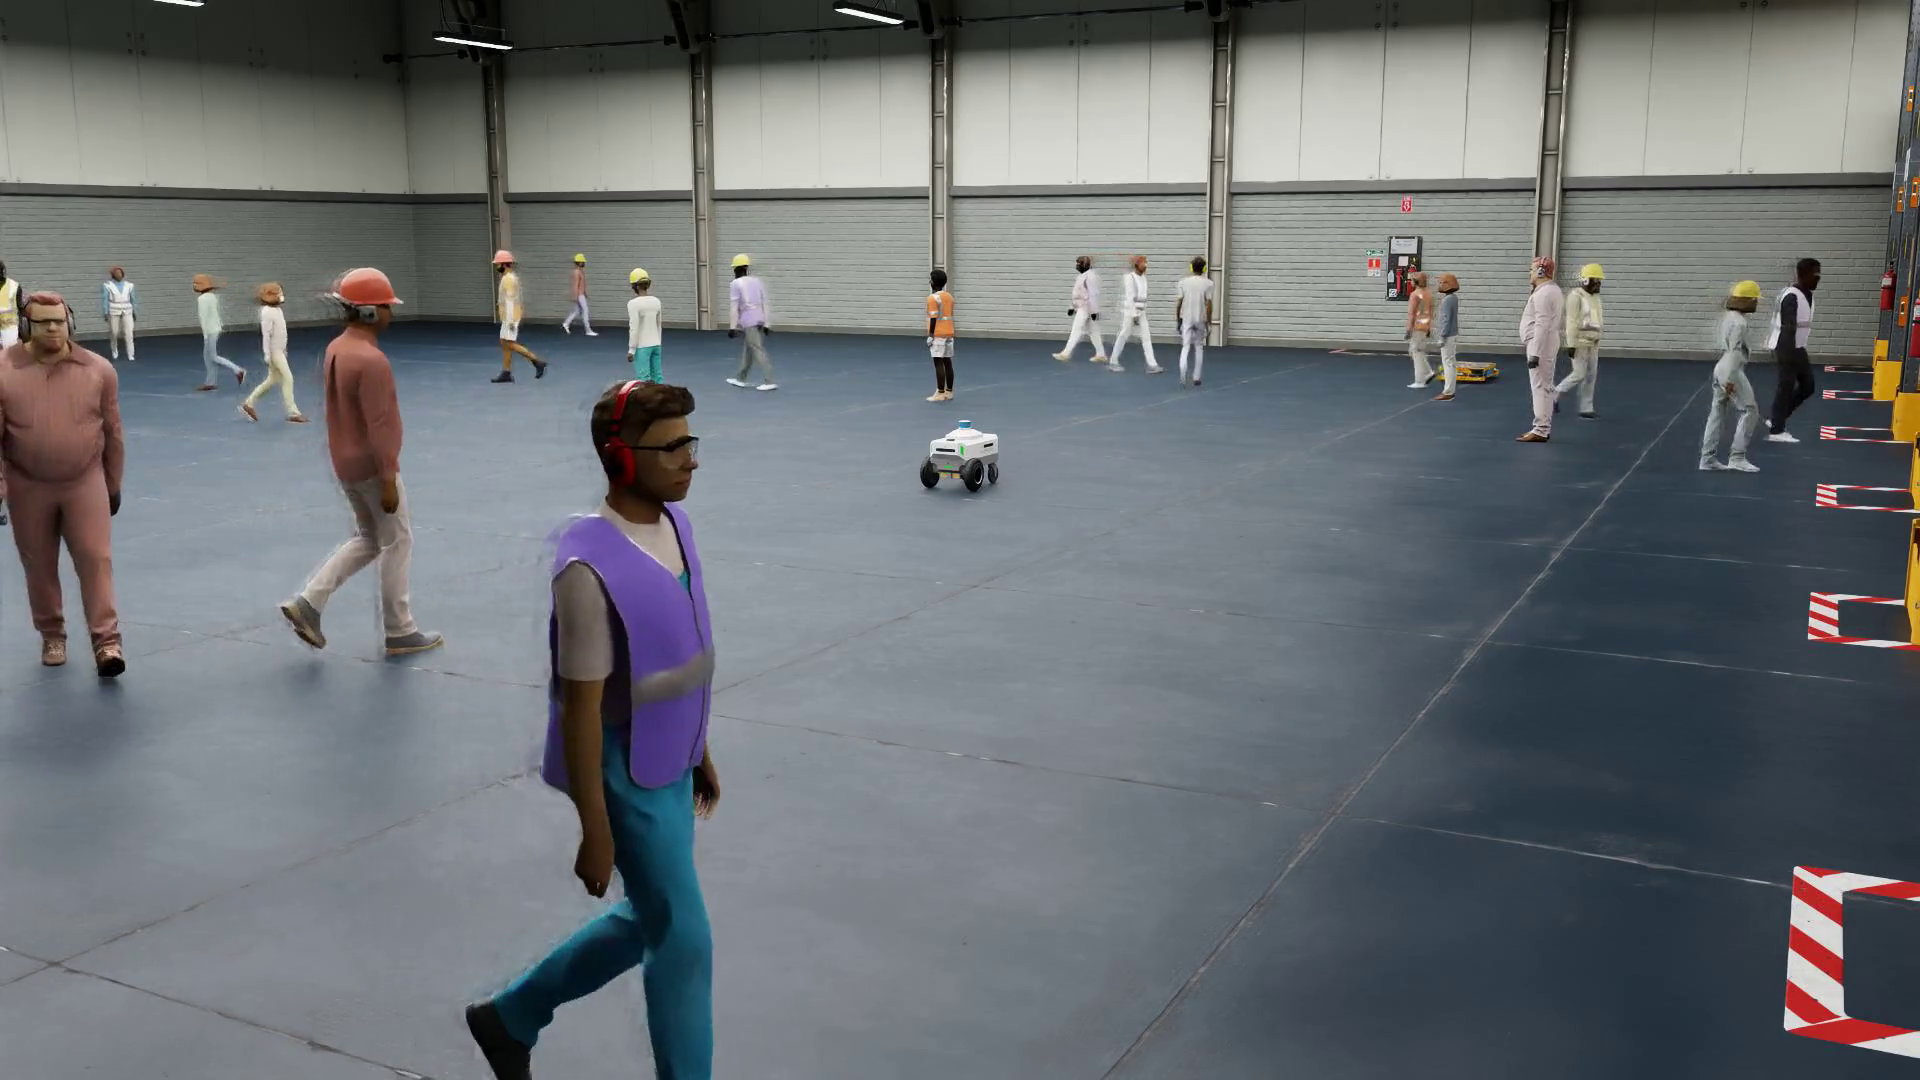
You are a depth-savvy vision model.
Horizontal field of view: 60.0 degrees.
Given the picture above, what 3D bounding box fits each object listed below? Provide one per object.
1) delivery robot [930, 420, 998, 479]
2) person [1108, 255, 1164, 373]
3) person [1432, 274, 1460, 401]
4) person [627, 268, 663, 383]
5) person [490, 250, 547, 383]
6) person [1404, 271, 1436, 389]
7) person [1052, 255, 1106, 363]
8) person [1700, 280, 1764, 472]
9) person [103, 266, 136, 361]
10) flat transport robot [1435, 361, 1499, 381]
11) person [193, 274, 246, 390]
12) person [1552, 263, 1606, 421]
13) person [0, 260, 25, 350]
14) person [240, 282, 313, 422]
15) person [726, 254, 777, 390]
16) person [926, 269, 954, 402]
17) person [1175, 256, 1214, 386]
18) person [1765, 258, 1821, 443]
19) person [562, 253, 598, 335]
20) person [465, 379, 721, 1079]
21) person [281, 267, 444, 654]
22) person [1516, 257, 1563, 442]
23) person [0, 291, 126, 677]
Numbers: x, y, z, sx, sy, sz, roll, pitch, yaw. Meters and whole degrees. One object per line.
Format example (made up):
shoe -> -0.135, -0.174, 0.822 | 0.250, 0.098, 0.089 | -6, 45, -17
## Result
delivery robot -> 0.040, -0.773, 14.149 | 0.477, 0.478, 0.707 | 5, 12, 27
person -> 2.725, -3.504, 25.839 | 1.000, 1.832, 0.573 | 9, 14, 41
person -> 6.295, -2.616, 21.504 | 0.285, 1.633, 0.501 | 6, 12, 29
person -> -3.525, -2.134, 18.547 | 0.346, 1.762, 0.535 | 6, 12, 28
person -> -6.429, -3.226, 24.064 | 0.725, 1.921, 0.553 | -3, 11, -18
person -> 6.383, -2.919, 23.174 | 0.371, 1.624, 0.528 | 7, 13, 34
person -> 2.045, -3.873, 27.951 | 0.974, 1.792, 0.628 | -1, 10, -5
person -> 7.023, -1.466, 14.979 | 0.605, 1.721, 0.502 | 2, 11, 10
person -> -14.402, -3.885, 28.497 | 0.525, 1.616, 0.737 | -8, 13, -37
flat transport robot -> 7.513, -2.500, 24.596 | 0.652, 0.197, 1.431 | 5, 12, 27
person -> -10.196, -2.841, 22.822 | 0.651, 1.611, 0.513 | -1, 10, -7
person -> 7.158, -2.284, 19.195 | 0.607, 1.817, 0.561 | -8, 13, -38
person -> -13.186, -2.951, 22.838 | 0.625, 1.820, 0.819 | -5, 12, -26
person -> -7.849, -2.130, 18.939 | 0.765, 1.608, 0.505 | -1, 10, -6
person -> -2.924, -3.006, 23.022 | 0.968, 1.864, 0.594 | 5, 12, 27
person -> -0.257, -2.607, 21.282 | 0.321, 1.697, 0.535 | 6, 12, 29
person -> 3.283, -3.064, 23.399 | 0.554, 1.843, 0.715 | 3, 11, 13
person -> 8.581, -1.941, 17.112 | 0.595, 1.898, 0.453 | -9, 14, -42
person -> -8.128, -5.226, 35.427 | 0.685, 1.751, 0.546 | -1, 10, -7
person -> -0.788, 0.539, 3.774 | 0.744, 1.827, 0.574 | 1, 10, 7
person -> -3.013, -0.367, 8.320 | 0.678, 1.972, 0.628 | -9, 14, -40
person -> 5.982, -1.962, 17.198 | 0.400, 1.910, 0.643 | 6, 12, 29
person -> -4.347, -0.250, 8.003 | 0.648, 1.858, 0.988 | -6, 12, -31
